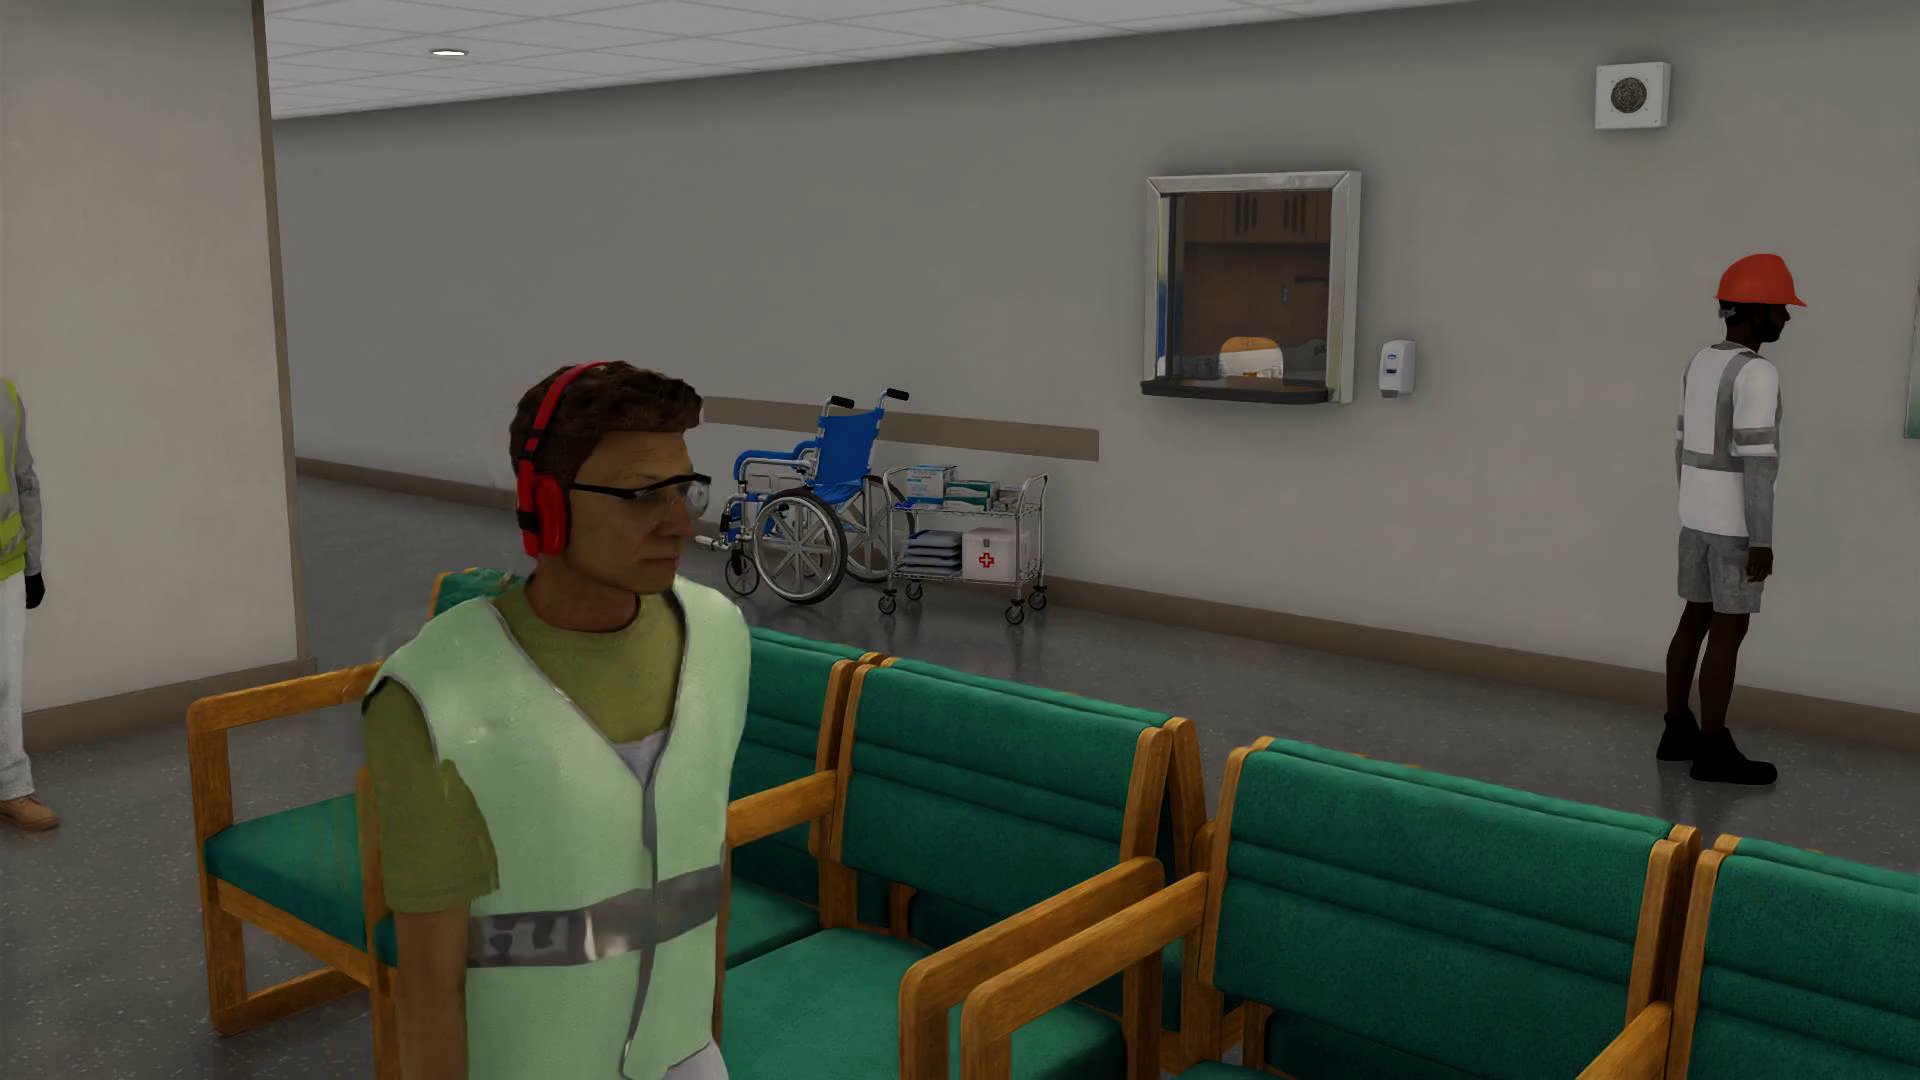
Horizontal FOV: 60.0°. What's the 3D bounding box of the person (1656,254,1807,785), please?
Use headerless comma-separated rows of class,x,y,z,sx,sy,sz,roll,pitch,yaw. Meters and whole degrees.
person,2.859,-0.076,6.144,0.366,1.935,0.552,0,10,-3

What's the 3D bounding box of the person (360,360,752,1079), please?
person,-0.465,0.690,2.086,0.461,1.827,0.575,8,13,38

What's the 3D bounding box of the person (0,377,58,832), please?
person,-3.287,0.107,5.413,0.429,1.836,0.631,6,12,32
